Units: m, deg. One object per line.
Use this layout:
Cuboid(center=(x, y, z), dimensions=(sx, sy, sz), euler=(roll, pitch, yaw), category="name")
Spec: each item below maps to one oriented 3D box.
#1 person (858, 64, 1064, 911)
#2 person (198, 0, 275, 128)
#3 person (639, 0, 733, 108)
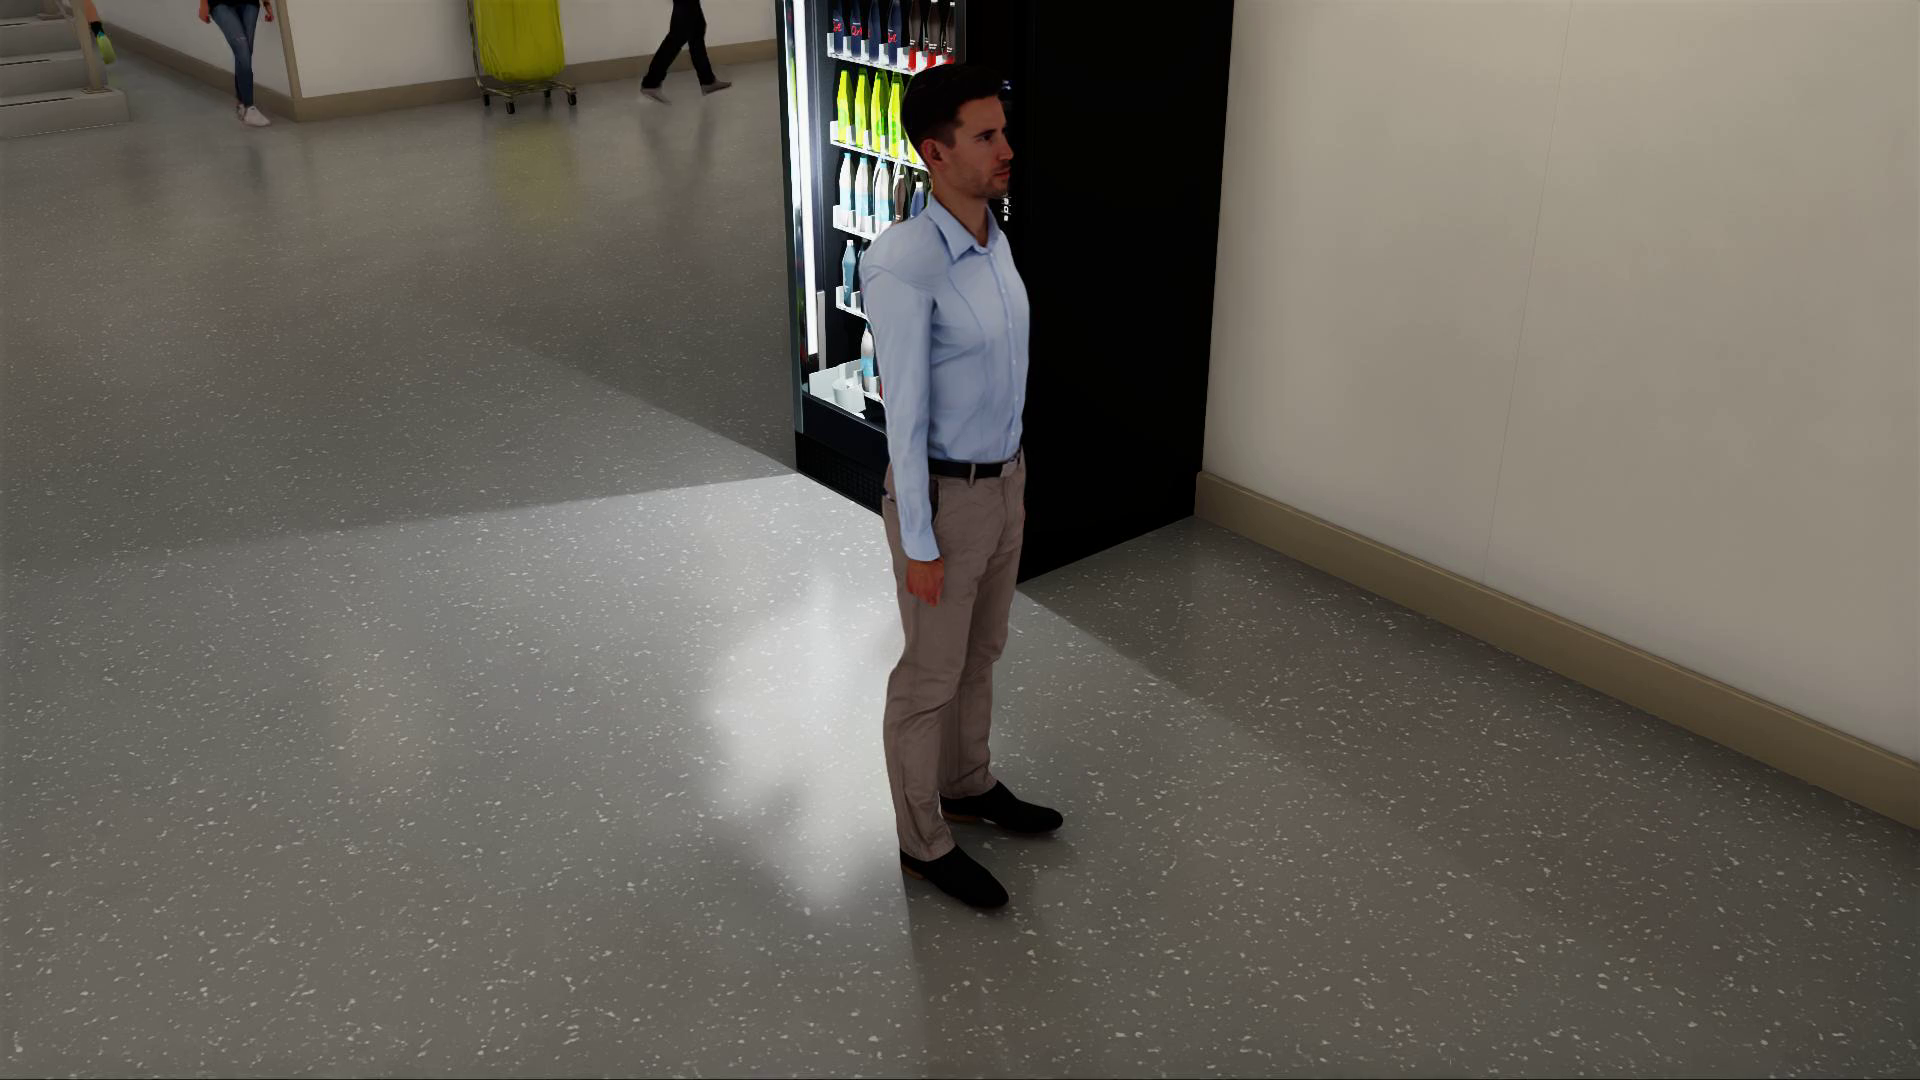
Cuboid(center=(-0.003, -0.098, 3.635), dimensions=(0.737, 1.848, 0.732), euler=(13, 29, 24), category="person")
Cuboid(center=(-4.933, -3.621, 11.213), dimensions=(0.802, 1.613, 0.699), euler=(19, 32, 35), category="person")
Cuboid(center=(-2.020, -3.930, 11.717), dimensions=(1.099, 1.731, 0.751), euler=(23, 34, 39), category="person")
